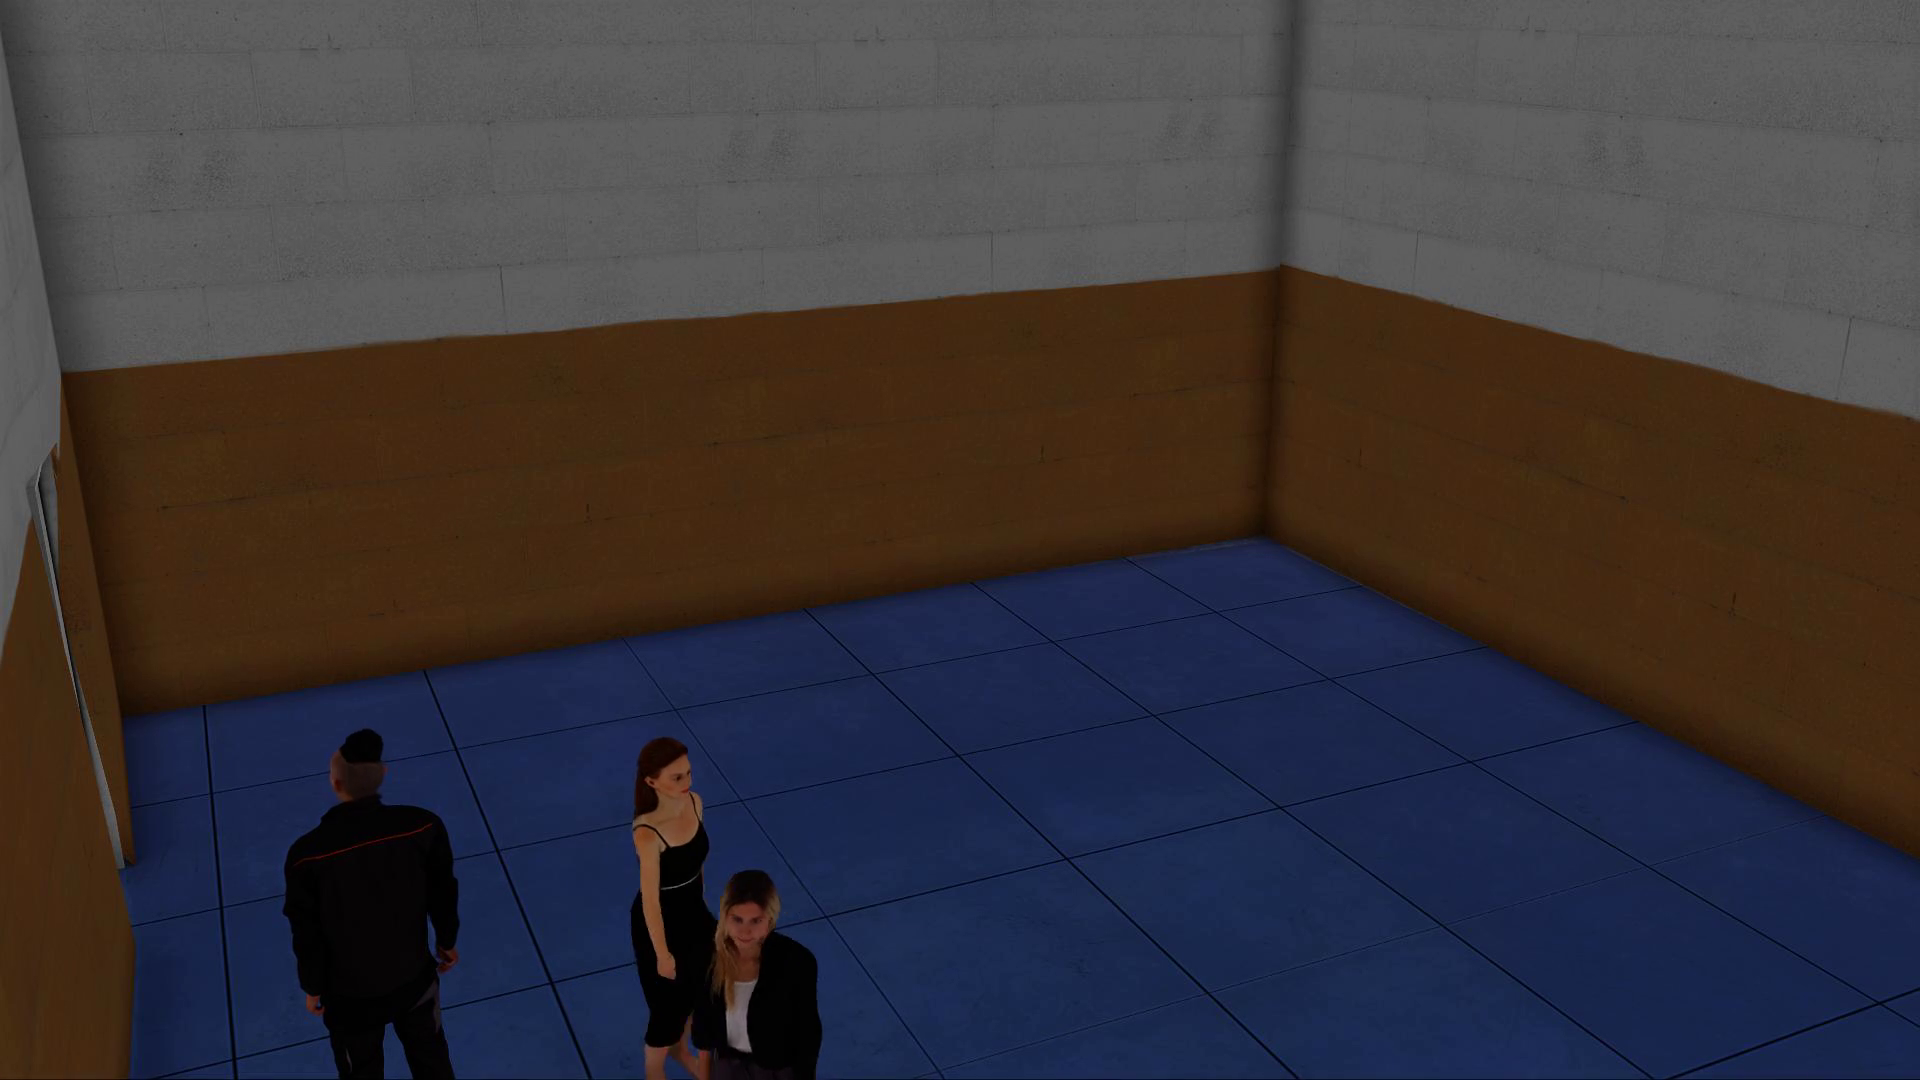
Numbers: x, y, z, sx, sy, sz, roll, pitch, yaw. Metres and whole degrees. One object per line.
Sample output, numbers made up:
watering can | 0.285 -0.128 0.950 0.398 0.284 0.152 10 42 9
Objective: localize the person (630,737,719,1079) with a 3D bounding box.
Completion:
person | -1.203 1.497 6.567 0.794 1.606 0.721 9 21 26

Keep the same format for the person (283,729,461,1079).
person | -2.114 1.523 6.055 0.629 1.861 0.874 -13 23 -34

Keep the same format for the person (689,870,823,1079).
person | -0.618 1.811 5.576 0.745 1.646 0.814 8 20 23
